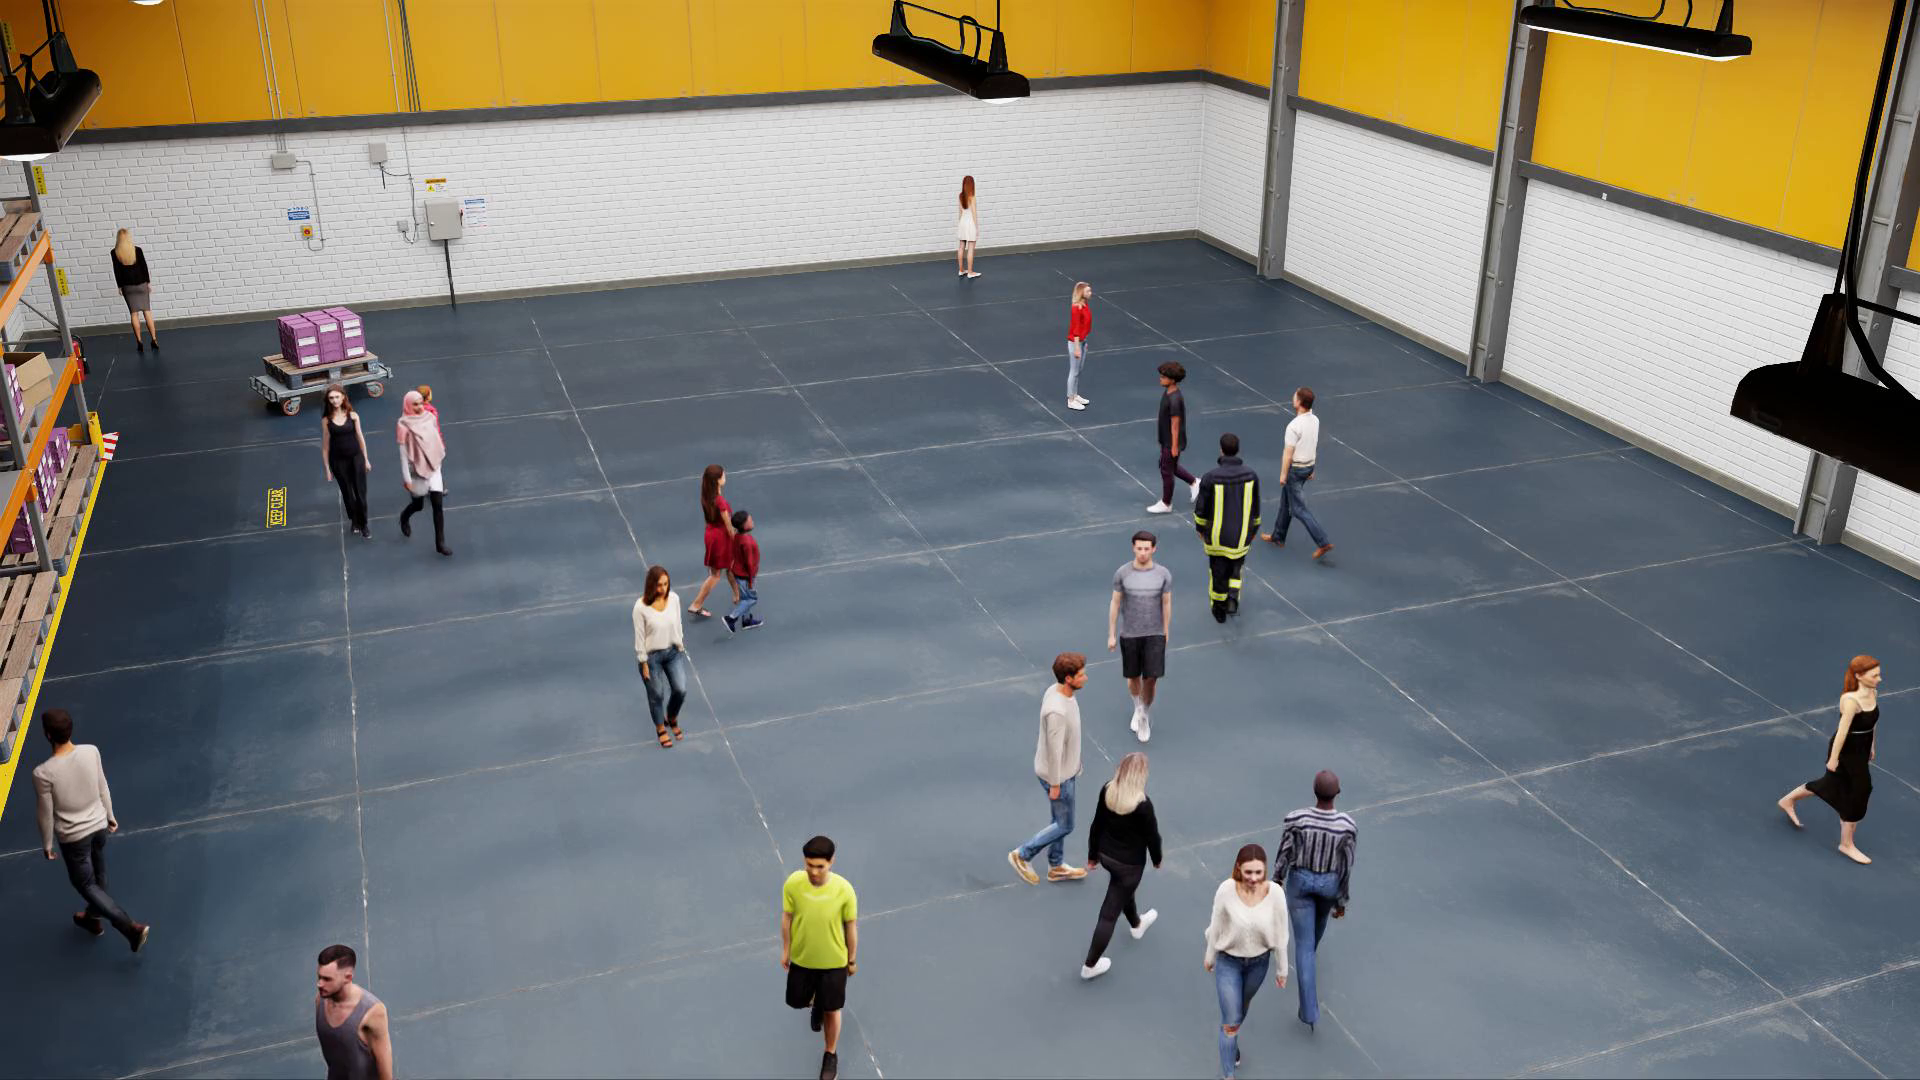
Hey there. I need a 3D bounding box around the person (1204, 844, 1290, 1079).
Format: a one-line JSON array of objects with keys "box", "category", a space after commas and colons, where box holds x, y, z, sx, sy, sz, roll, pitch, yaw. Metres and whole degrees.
[{"box": [1.735, 2.562, 10.294, 0.835, 1.664, 1.042, 0, 24, -1], "category": "person"}]

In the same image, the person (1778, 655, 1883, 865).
[{"box": [6.653, 1.575, 12.623, 0.817, 1.608, 1.071, -20, 31, -38], "category": "person"}]

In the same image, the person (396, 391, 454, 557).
[{"box": [-5.761, -0.728, 17.669, 1.174, 1.785, 0.966, 19, 30, 37], "category": "person"}]

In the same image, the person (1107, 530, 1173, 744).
[{"box": [1.556, 0.755, 14.192, 0.824, 1.853, 0.875, 5, 24, 11], "category": "person"}]

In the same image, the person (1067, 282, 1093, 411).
[{"box": [1.570, -2.593, 22.037, 0.741, 1.704, 0.665, 9, 25, 19], "category": "person"}]

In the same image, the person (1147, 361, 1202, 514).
[{"box": [2.450, -1.153, 18.664, 0.848, 1.768, 0.920, -2, 24, -5], "category": "person"}]

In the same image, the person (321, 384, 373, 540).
[{"box": [-6.681, -0.892, 18.119, 0.620, 1.727, 0.779, -9, 25, -19], "category": "person"}]

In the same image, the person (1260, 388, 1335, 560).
[{"box": [3.637, -0.676, 17.502, 1.279, 1.823, 1.036, 20, 31, 38], "category": "person"}]

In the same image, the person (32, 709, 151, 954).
[{"box": [-5.922, 2.015, 11.320, 1.201, 1.845, 1.115, 12, 26, 25], "category": "person"}]

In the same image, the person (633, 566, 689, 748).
[{"box": [-2.558, 0.946, 13.987, 0.659, 1.668, 0.637, -14, 27, -28], "category": "person"}]

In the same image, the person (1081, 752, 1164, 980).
[{"box": [1.011, 2.218, 11.098, 0.931, 1.650, 1.075, -21, 31, -39], "category": "person"}]

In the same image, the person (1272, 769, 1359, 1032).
[{"box": [2.278, 2.344, 10.701, 0.953, 1.738, 1.304, 1, 24, 1], "category": "person"}]

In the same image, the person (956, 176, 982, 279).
[{"box": [0.125, -5.348, 28.330, 0.689, 1.711, 0.575, -21, 31, -39], "category": "person"}]

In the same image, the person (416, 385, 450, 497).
[{"box": [-6.151, -1.139, 19.202, 0.571, 1.311, 0.655, 16, 28, 32], "category": "person"}]

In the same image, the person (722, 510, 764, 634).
[{"box": [-2.114, 0.320, 15.941, 0.602, 1.249, 0.625, -12, 26, -25], "category": "person"}]

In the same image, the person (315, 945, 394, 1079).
[{"box": [-3.287, 2.985, 9.312, 1.140, 1.816, 1.199, 11, 26, 23], "category": "person"}]

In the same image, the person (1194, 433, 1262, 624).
[{"box": [2.599, -0.076, 16.016, 0.880, 1.915, 0.805, -1, 24, -3], "category": "person"}]

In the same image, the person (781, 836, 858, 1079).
[{"box": [-0.868, 2.521, 10.347, 0.862, 1.697, 0.968, 4, 24, 9], "category": "person"}]

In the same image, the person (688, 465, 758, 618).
[{"box": [-2.404, 0.031, 16.255, 0.737, 1.527, 1.008, -14, 27, -30], "category": "person"}]

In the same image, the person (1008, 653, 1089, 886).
[{"box": [0.625, 1.666, 12.066, 0.916, 1.886, 0.893, 3, 24, 7], "category": "person"}]

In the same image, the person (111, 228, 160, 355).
[{"box": [-12.046, -3.652, 24.285, 0.614, 1.844, 0.564, -11, 26, -24], "category": "person"}]
